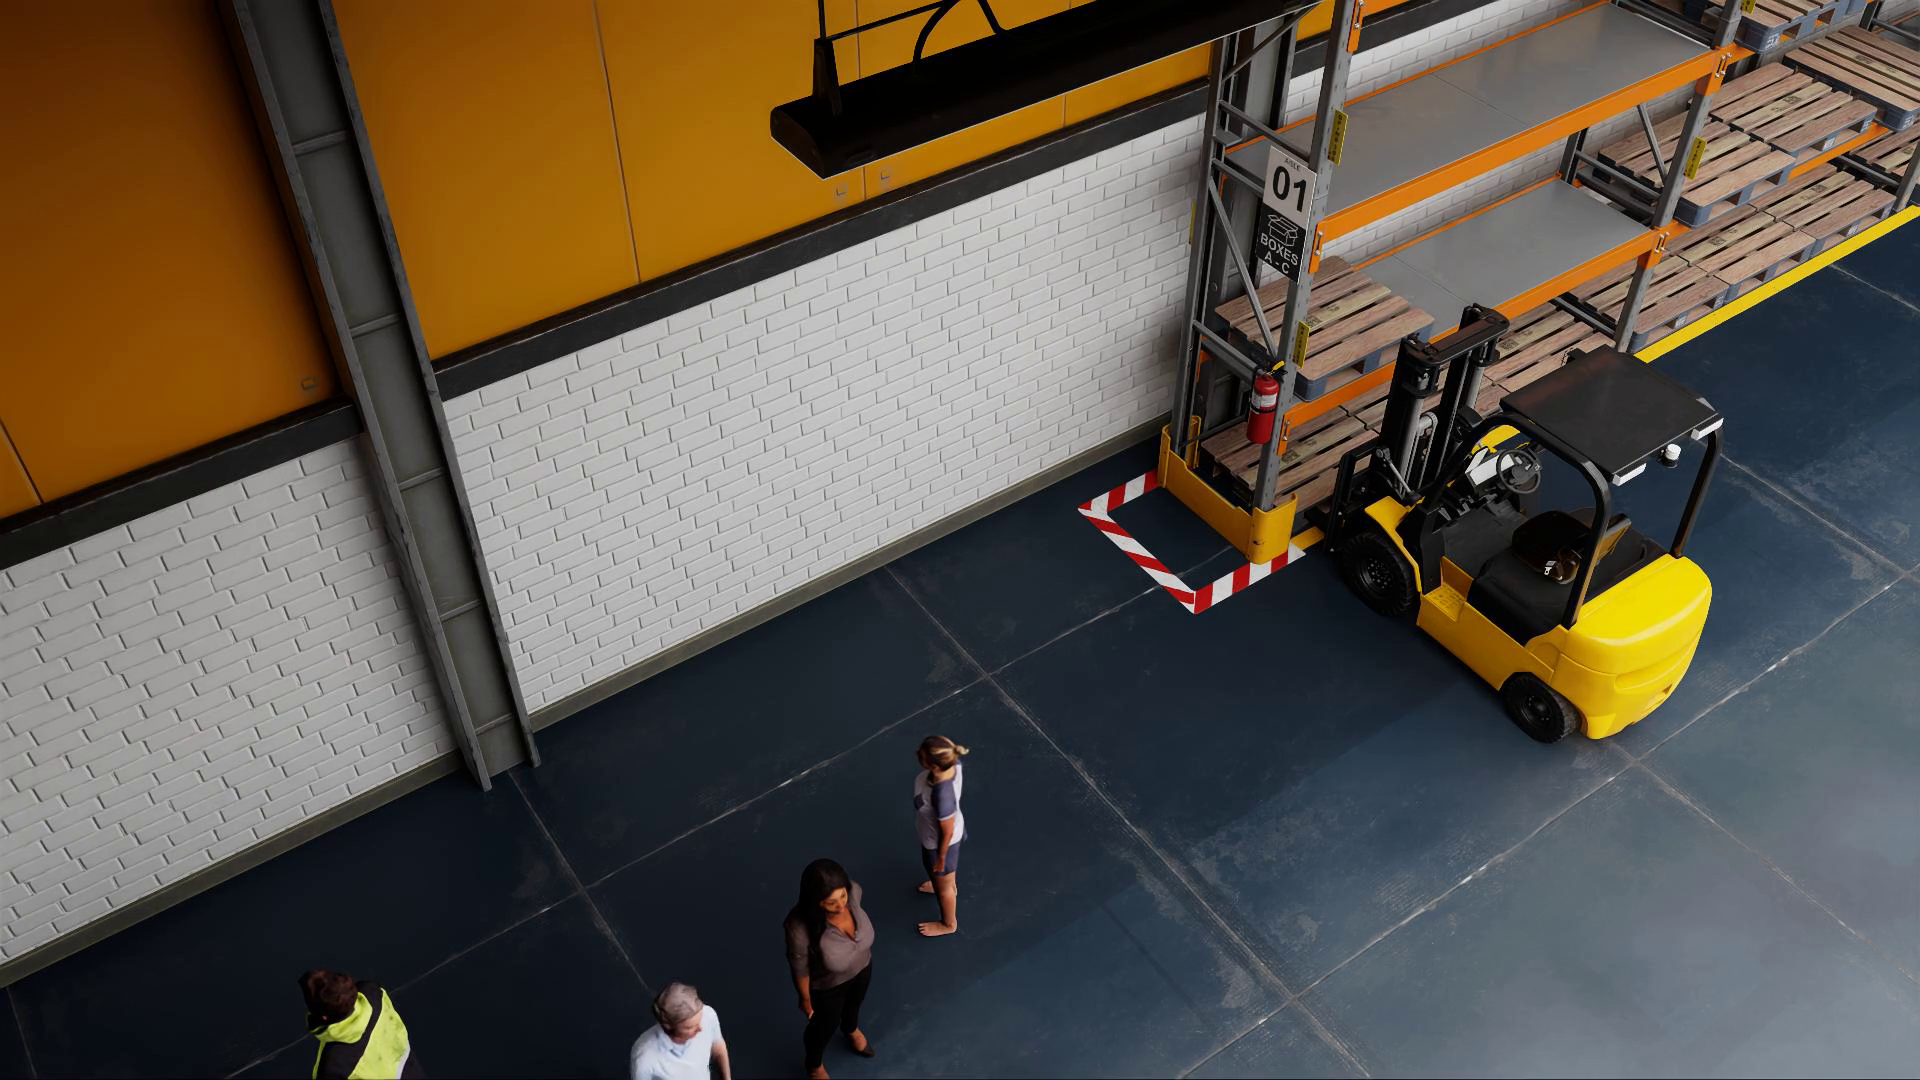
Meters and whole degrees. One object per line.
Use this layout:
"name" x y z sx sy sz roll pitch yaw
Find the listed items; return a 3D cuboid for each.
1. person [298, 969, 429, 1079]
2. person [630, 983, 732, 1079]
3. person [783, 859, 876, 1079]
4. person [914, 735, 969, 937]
"person" -2.798 2.659 7.993 0.890 1.983 0.872 1 44 1
"person" -1.436 2.646 8.133 0.751 1.808 0.826 -31 51 -28
"person" -0.659 2.225 8.550 0.771 1.841 0.621 31 51 28
"person" -0.100 1.637 9.325 0.717 1.624 0.675 3 44 3
